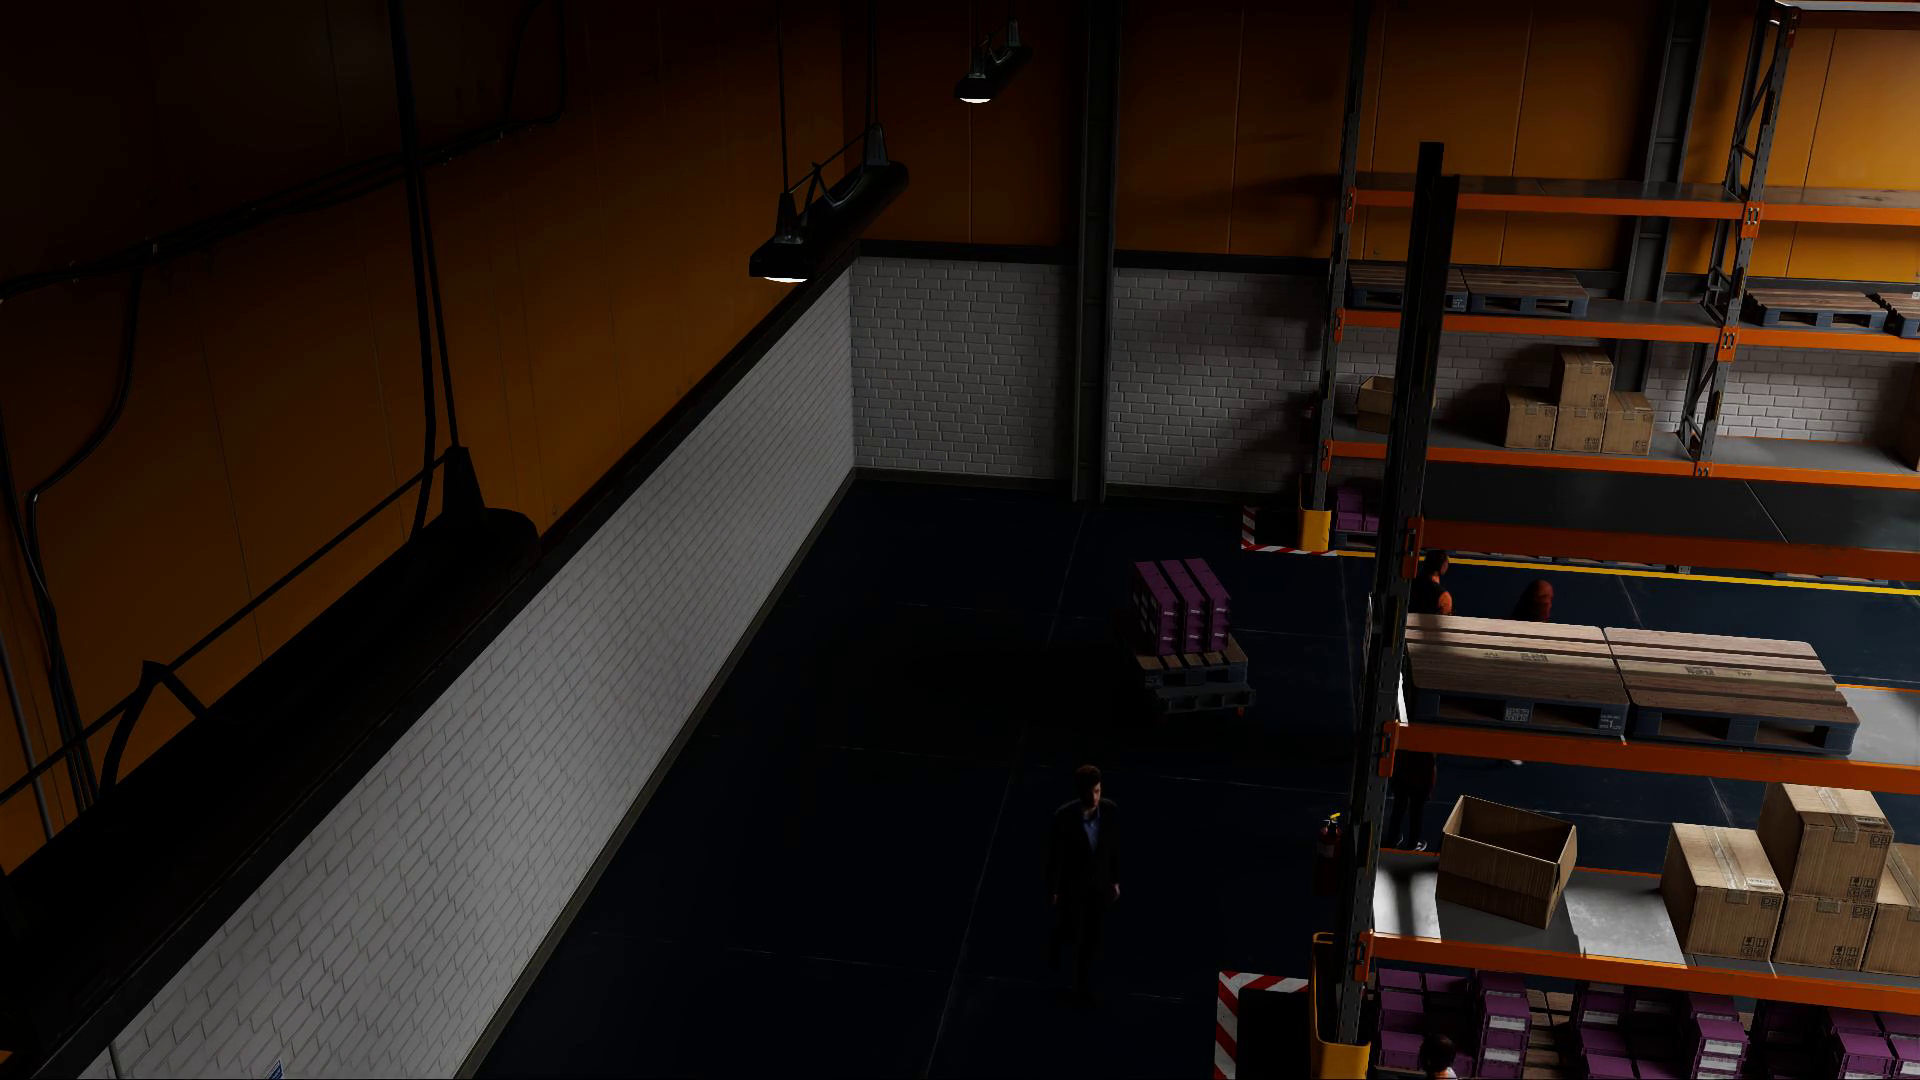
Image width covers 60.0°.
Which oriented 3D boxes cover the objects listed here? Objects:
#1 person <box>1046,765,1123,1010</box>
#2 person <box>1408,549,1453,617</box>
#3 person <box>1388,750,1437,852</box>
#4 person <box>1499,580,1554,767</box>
[{"bbox_3d":[0.834,2.326,11.538,0.969,1.879,0.990,-9,25,-19],"label":"person"},{"bbox_3d":[3.968,0.990,14.597,1.250,1.876,1.163,-14,27,-29],"label":"person"},{"bbox_3d":[3.584,1.927,13.230,0.547,1.255,0.652,18,29,35],"label":"person"},{"bbox_3d":[4.720,1.185,14.238,0.947,1.807,0.845,-9,25,-21],"label":"person"}]
